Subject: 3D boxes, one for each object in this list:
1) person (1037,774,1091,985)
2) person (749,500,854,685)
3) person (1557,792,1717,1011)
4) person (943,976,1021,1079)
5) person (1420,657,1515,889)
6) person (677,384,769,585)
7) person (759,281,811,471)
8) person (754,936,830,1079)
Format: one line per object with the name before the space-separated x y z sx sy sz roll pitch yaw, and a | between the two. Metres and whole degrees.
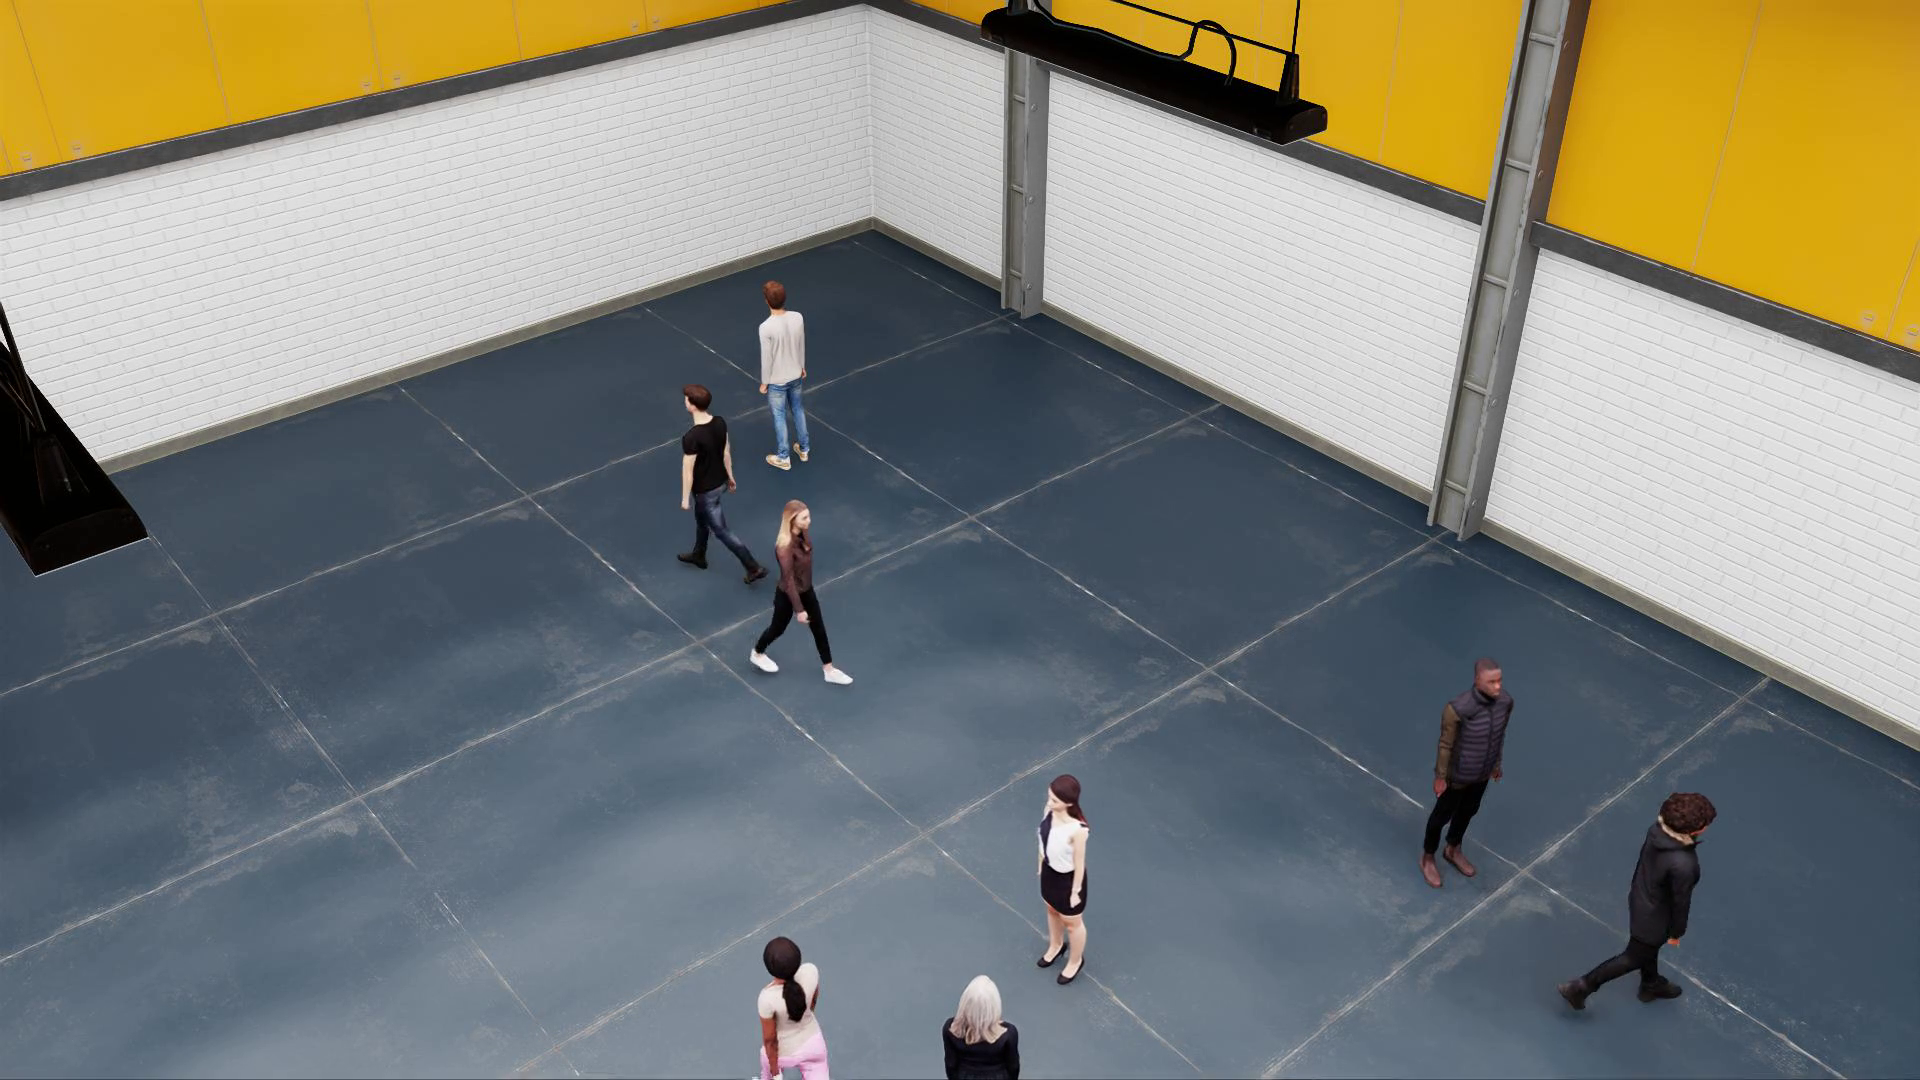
person | 0.657 2.129 10.508 0.616 1.649 0.455 -22 40 -30
person | -1.382 0.424 13.060 1.203 1.664 0.950 13 36 18
person | 4.188 2.267 10.202 1.109 1.757 1.127 -1 34 -2
person | 0.120 3.010 9.095 0.693 1.747 0.755 3 34 5
person | 3.412 1.541 11.225 0.757 1.835 0.680 -14 36 -19
person | -2.048 -0.425 14.158 1.306 1.861 0.998 15 36 21
person | -1.677 -1.565 15.837 0.652 1.902 0.536 -25 41 -33
person | -0.867 2.912 9.288 0.629 1.695 1.195 -22 40 -30
